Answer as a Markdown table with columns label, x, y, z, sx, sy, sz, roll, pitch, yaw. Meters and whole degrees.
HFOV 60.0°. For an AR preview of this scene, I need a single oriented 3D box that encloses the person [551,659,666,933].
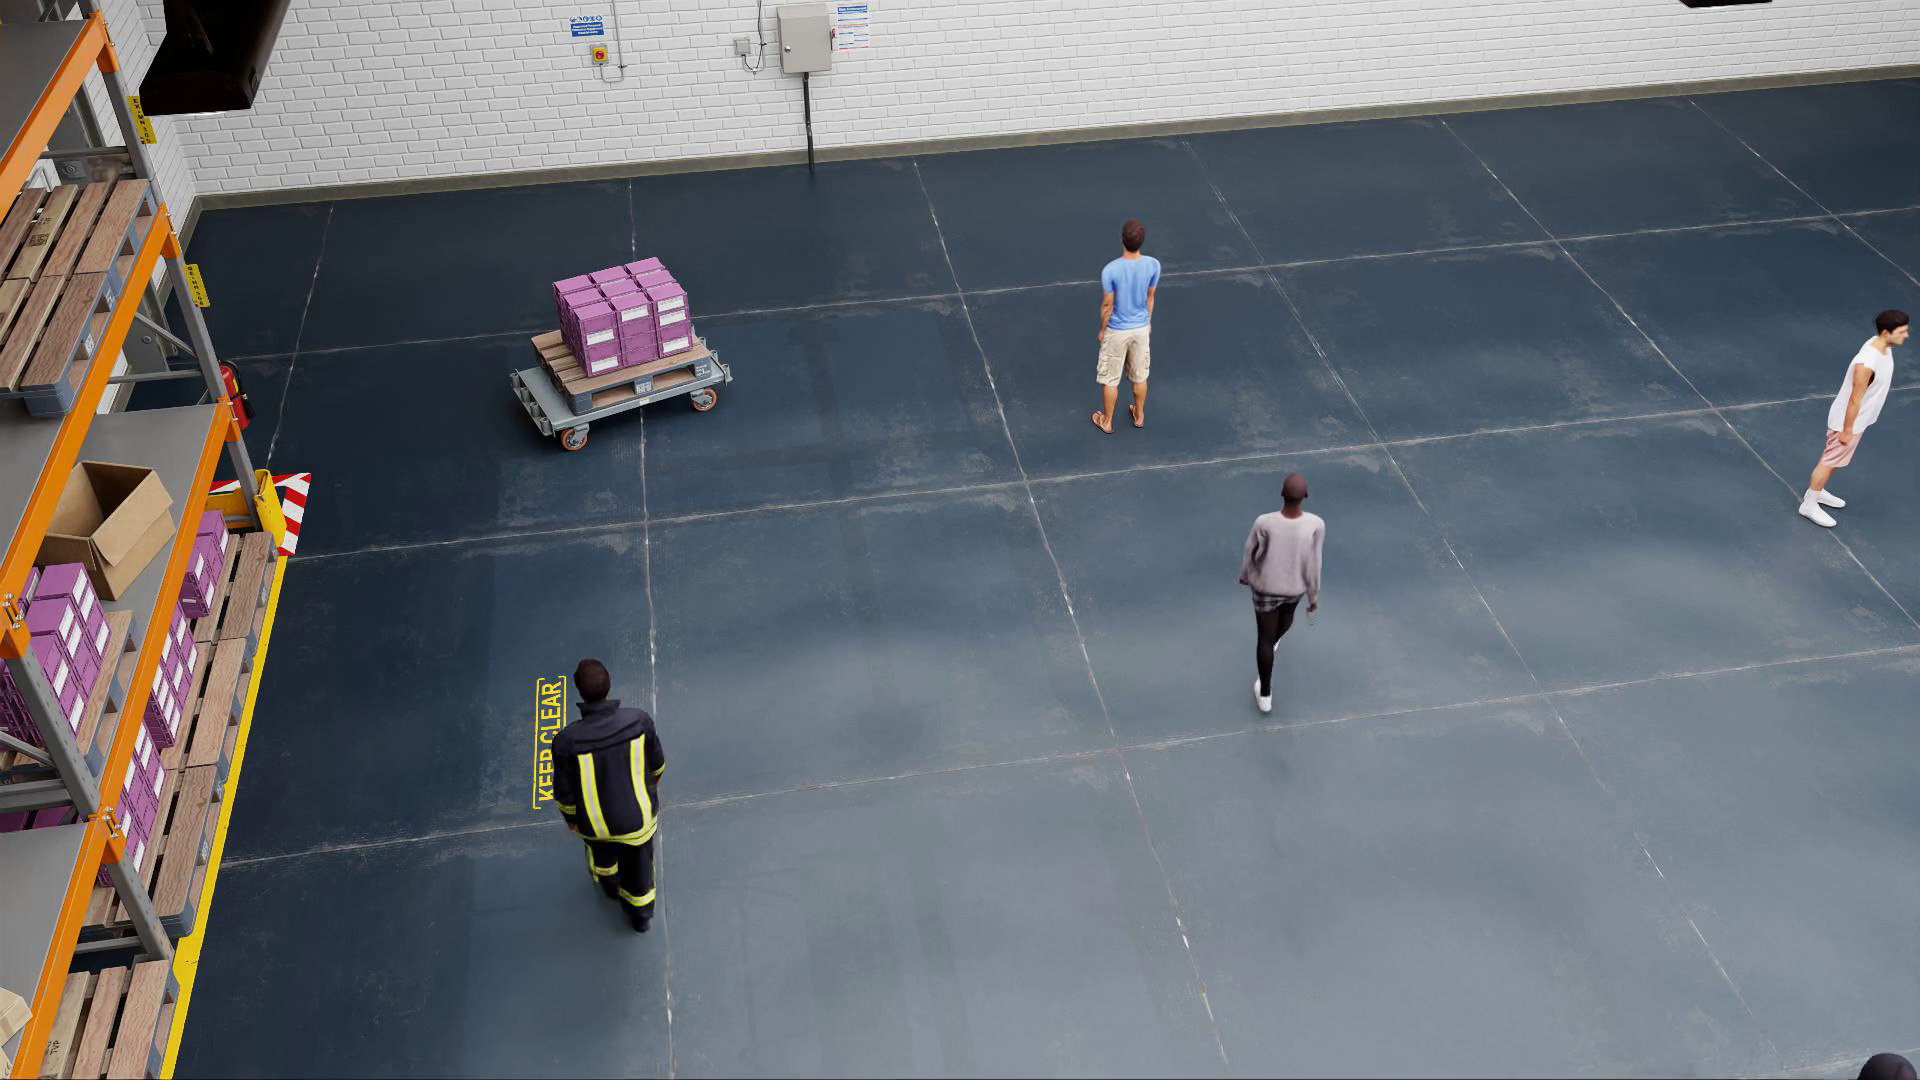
| label | x | y | z | sx | sy | sz | roll | pitch | yaw |
| --- | --- | --- | --- | --- | --- | --- | --- | --- | --- |
| person | -1.907 | 1.505 | 9.275 | 0.915 | 1.909 | 0.951 | -15 | 41 | -18 |

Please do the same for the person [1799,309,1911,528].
| label | x | y | z | sx | sy | sz | roll | pitch | yaw |
| --- | --- | --- | --- | --- | --- | --- | --- | --- | --- |
| person | 6.671 | -0.947 | 12.441 | 0.781 | 1.789 | 0.727 | 25 | 45 | 28 |

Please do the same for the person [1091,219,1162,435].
| label | x | y | z | sx | sy | sz | roll | pitch | yaw |
| --- | --- | --- | --- | --- | --- | --- | --- | --- | --- |
| person | 1.340 | -1.703 | 13.328 | 0.668 | 1.864 | 0.597 | -11 | 40 | -13 |

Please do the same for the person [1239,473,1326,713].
| label | x | y | z | sx | sy | sz | roll | pitch | yaw |
| --- | --- | --- | --- | --- | --- | --- | --- | --- | --- |
| person | 2.086 | 0.374 | 10.828 | 0.808 | 1.737 | 1.133 | 1 | 39 | 2 |
